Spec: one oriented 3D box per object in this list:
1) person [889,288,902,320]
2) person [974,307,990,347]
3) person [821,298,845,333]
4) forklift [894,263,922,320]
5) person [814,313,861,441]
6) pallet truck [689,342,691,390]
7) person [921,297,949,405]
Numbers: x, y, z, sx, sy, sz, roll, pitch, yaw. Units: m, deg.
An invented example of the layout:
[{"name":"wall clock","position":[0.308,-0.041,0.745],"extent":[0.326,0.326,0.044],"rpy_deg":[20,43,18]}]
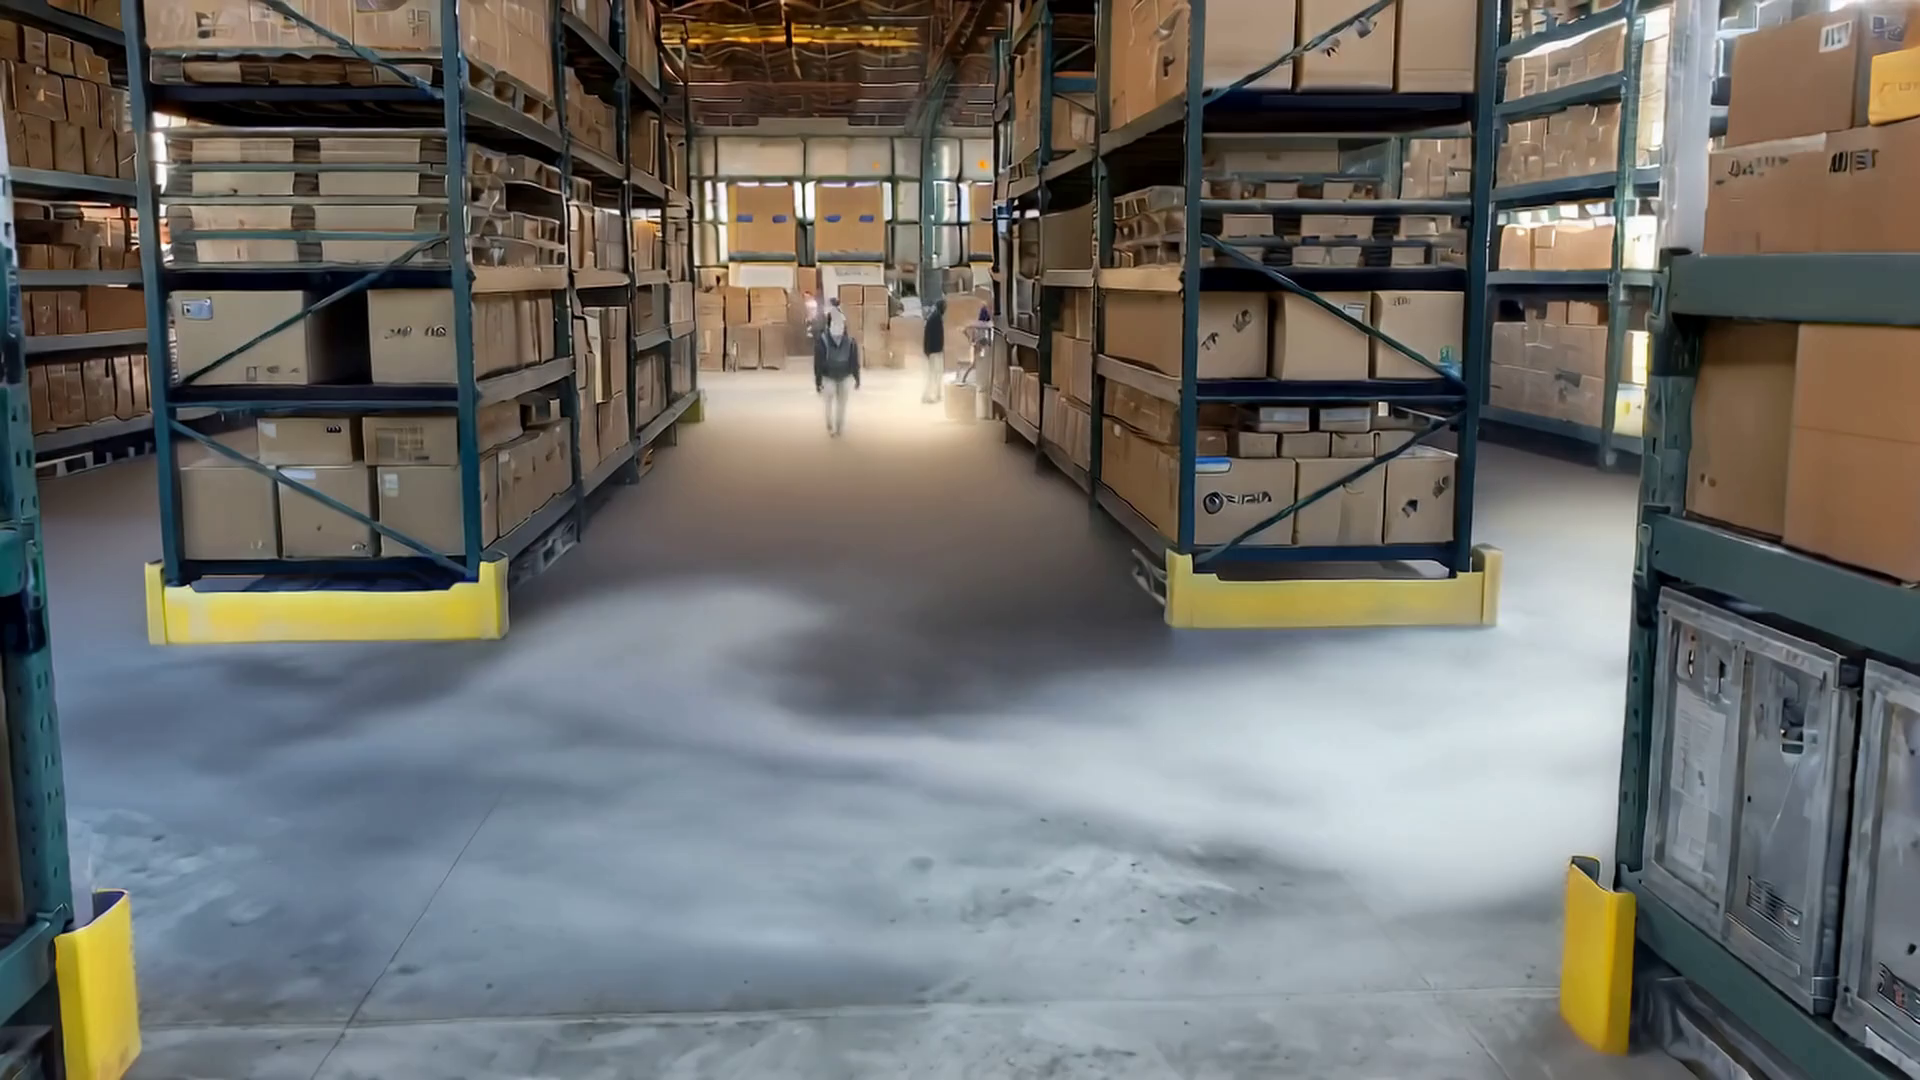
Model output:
[{"name":"person","position":[-2.302,-7.827,57.977],"extent":[0.635,1.928,0.383],"rpy_deg":[4,10,22]},{"name":"person","position":[0.410,-4.245,36.250],"extent":[0.737,1.666,0.530],"rpy_deg":[-4,10,-22]},{"name":"person","position":[-2.485,-3.921,33.528],"extent":[0.573,1.892,0.929],"rpy_deg":[7,12,38]},{"name":"forklift","position":[-1.986,-9.019,62.461],"extent":[1.129,2.768,1.873],"rpy_deg":[-1,9,-4]},{"name":"person","position":[-1.733,-2.312,23.694],"extent":[0.654,1.806,0.880],"rpy_deg":[-1,9,-8]},{"name":"pallet truck","position":[-5.225,-3.008,27.480],"extent":[1.885,1.965,0.823],"rpy_deg":[2,9,14]},{"name":"person","position":[-0.468,-3.429,30.236],"extent":[0.568,1.959,0.632],"rpy_deg":[-2,9,-11]}]
